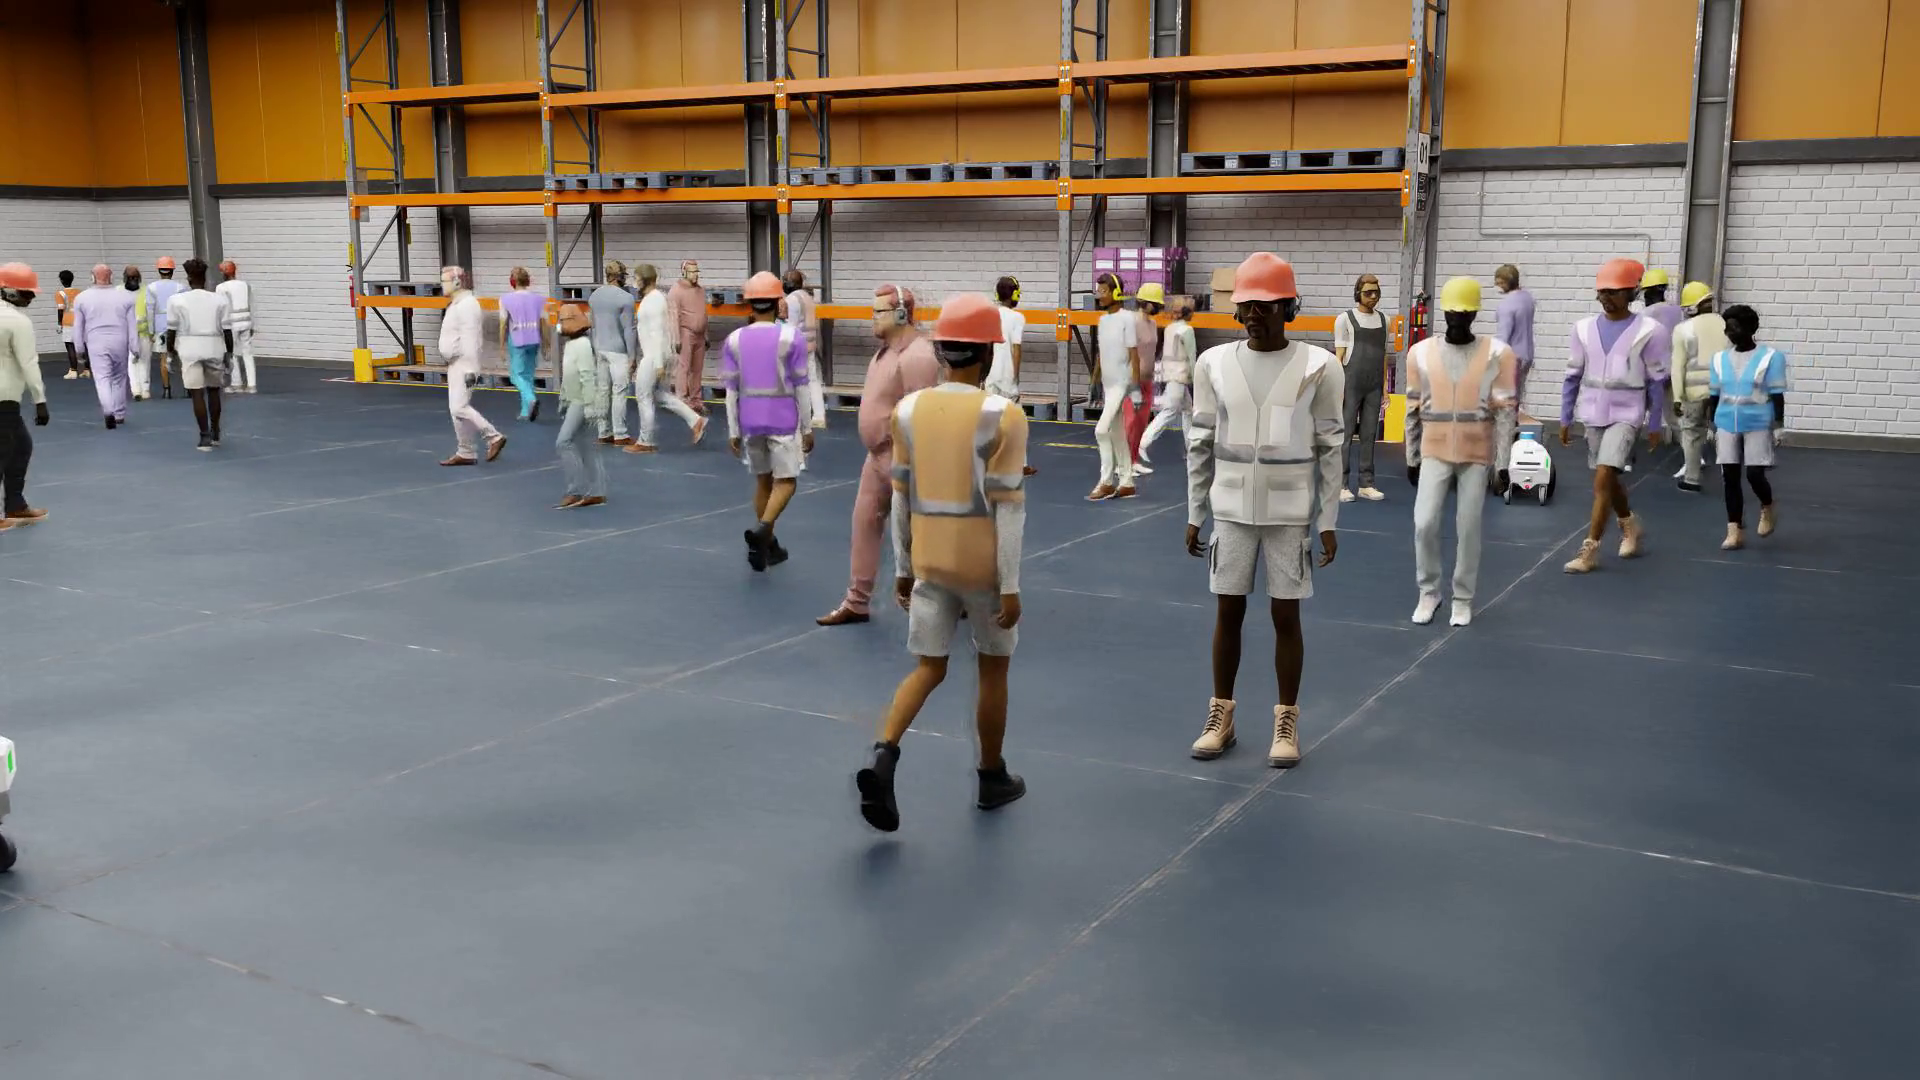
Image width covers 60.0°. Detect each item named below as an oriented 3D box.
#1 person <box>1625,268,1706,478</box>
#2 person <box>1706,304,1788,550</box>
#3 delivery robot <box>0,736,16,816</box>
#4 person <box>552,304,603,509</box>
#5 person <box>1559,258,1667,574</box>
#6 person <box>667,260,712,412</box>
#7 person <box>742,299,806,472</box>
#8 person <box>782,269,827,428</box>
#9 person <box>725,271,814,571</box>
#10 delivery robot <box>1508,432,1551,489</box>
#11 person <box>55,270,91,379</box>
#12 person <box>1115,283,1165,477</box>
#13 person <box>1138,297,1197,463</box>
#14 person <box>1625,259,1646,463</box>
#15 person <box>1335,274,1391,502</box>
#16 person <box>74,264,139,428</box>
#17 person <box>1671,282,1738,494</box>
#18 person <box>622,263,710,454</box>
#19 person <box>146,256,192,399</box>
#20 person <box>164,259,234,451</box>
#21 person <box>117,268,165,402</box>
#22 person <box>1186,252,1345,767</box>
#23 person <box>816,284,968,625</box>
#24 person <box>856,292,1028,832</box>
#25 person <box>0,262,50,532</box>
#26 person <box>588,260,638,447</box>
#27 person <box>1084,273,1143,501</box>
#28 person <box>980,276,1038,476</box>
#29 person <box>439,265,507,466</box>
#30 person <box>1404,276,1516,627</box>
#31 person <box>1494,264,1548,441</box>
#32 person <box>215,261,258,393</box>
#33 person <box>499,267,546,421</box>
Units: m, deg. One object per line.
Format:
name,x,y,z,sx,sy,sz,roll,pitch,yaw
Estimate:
person,6.345,-1.505,15.028,0.625,1.880,0.971,-5,11,-27
person,5.391,-0.772,11.375,0.452,1.677,0.558,-9,13,-41
delivery robot,-3.482,0.802,5.396,0.477,0.478,0.707,8,13,38
person,-3.083,-1.042,13.095,0.565,1.613,0.520,-4,11,-23
person,4.241,-0.812,10.743,1.012,2.004,0.614,-9,13,-41
person,-3.319,-2.498,20.544,0.401,1.902,0.640,5,11,27
person,-1.750,-1.423,15.237,0.744,1.606,0.546,2,10,11
person,-1.942,-2.167,18.957,0.938,1.795,0.652,4,11,19
person,-1.235,-0.738,10.536,0.557,1.918,0.764,3,10,17
delivery robot,4.608,-0.636,13.538,0.477,0.478,0.707,3,10,15
person,-13.889,-3.364,26.009,0.319,1.698,0.539,4,11,21
person,1.641,-1.436,14.968,0.396,1.746,0.541,7,12,33
person,2.030,-1.531,15.917,0.850,1.594,0.499,-2,10,-12
person,6.347,-1.700,15.912,0.370,1.937,0.548,1,10,6
person,3.269,-1.230,13.516,0.502,1.846,0.344,-4,11,-21
person,-9.776,-2.223,19.071,0.652,1.875,0.927,-6,12,-32
person,6.129,-1.212,13.598,0.633,1.780,0.840,0,10,3
person,-2.969,-1.810,16.625,0.797,1.910,0.634,-2,10,-10
person,-10.735,-2.883,22.612,0.552,1.935,0.373,-5,11,-25
person,-7.789,-1.893,17.013,0.628,1.935,0.826,-8,13,-37
person,-11.078,-2.764,22.414,0.637,1.787,0.999,-5,11,-28
person,1.193,-0.110,6.608,0.616,2.041,0.381,4,11,21
person,-0.278,-0.458,9.082,0.959,1.871,0.653,-4,11,-22
person,-0.048,0.091,5.879,0.547,1.915,0.809,6,12,31
person,-6.932,-1.031,12.085,0.638,1.942,0.720,8,13,37
person,-3.569,-1.918,17.188,0.623,1.932,0.371,7,12,35
person,1.178,-1.227,13.491,0.692,1.843,0.574,-5,11,-24
person,0.327,-1.420,14.693,0.535,1.820,1.002,8,13,37
person,-4.635,-1.625,15.623,0.486,1.888,0.667,-5,11,-27
person,2.684,-0.460,8.991,0.598,1.909,0.530,4,11,23
person,5.415,-1.710,16.074,0.604,1.905,0.699,9,14,42
person,-10.213,-2.995,23.432,0.478,1.858,0.634,7,12,33
person,-5.086,-2.275,19.485,0.574,1.830,0.698,-9,13,-40
